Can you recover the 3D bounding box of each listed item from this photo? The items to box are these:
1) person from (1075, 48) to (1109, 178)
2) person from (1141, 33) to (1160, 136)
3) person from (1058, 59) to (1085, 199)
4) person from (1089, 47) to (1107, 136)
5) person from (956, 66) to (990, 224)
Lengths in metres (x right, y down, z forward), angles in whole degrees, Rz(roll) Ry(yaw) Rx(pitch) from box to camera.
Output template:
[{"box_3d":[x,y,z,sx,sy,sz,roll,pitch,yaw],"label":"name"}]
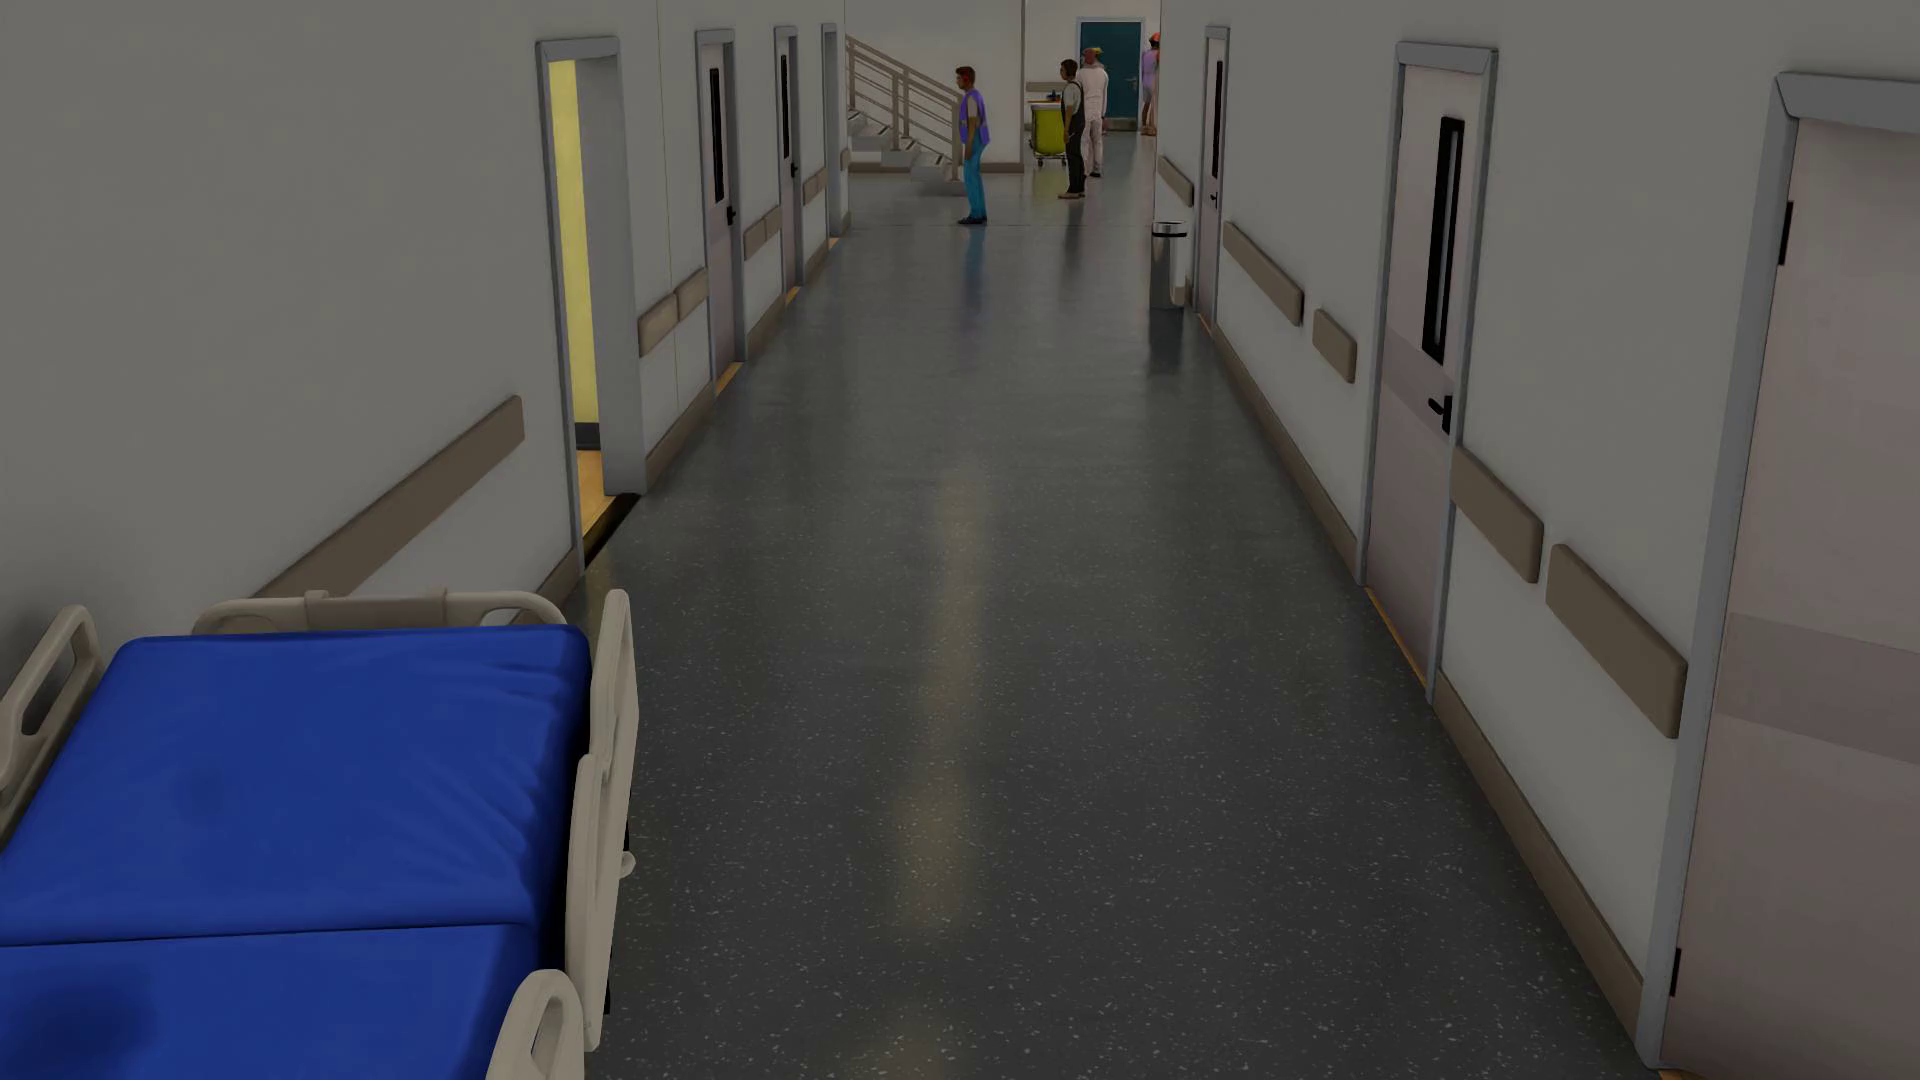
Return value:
[{"box_3d":[1.927,-6.457,25.202,0.636,1.911,0.405,-11,21,-31],"label":"person"},{"box_3d":[3.924,-9.219,33.699,0.408,2.029,0.609,-12,22,-34],"label":"person"},{"box_3d":[1.501,-5.529,22.410,0.355,1.837,0.505,6,19,18],"label":"person"},{"box_3d":[2.776,-9.083,33.737,0.605,1.735,0.432,-12,21,-33],"label":"person"},{"box_3d":[0.160,-4.699,19.817,0.407,1.825,0.572,0,18,1],"label":"person"}]
